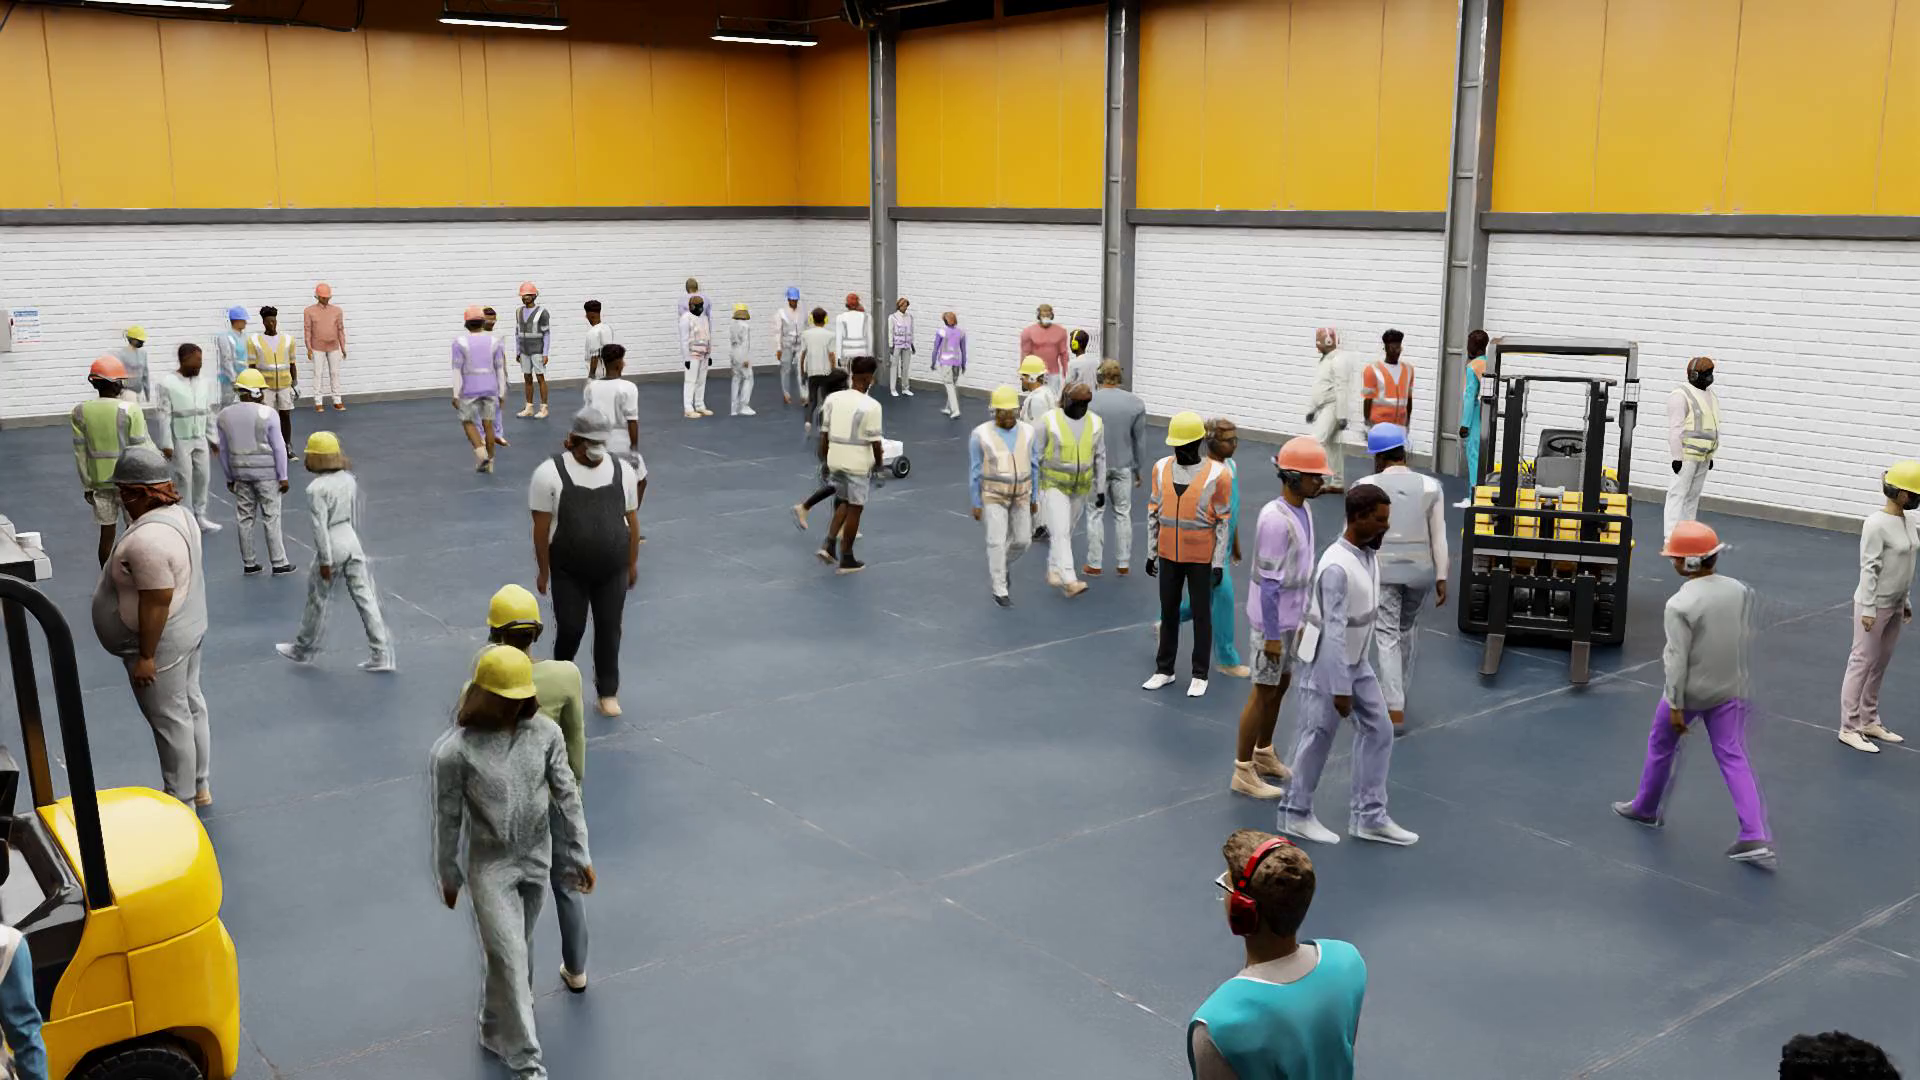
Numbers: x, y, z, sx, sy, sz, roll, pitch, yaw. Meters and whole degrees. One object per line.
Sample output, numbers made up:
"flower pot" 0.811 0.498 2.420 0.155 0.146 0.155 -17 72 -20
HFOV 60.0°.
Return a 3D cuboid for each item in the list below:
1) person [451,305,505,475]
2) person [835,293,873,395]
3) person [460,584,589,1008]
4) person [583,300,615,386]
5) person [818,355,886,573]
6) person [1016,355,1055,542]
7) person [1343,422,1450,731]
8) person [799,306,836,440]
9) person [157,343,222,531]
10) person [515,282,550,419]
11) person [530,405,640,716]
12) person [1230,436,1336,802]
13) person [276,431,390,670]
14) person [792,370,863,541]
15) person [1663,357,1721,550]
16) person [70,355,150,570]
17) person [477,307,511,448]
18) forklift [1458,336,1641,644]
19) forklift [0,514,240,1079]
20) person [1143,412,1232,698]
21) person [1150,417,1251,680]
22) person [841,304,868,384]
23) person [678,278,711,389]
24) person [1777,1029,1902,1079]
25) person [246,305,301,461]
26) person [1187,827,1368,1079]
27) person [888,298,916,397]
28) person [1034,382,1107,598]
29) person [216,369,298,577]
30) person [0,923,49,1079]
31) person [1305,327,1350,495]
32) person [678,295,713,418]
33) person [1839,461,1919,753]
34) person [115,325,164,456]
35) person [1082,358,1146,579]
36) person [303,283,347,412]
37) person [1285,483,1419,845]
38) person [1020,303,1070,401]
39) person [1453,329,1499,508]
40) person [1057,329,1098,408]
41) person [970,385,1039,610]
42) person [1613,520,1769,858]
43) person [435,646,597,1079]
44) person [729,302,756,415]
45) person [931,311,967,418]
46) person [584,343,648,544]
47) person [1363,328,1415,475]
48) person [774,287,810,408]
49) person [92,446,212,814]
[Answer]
"person" -5.737 -1.773 19.808 0.657 2.034 0.530 -9 15 -36
"person" -1.608 -2.874 25.613 0.592 1.855 0.899 -3 12 -15
"person" -1.780 1.051 6.823 0.523 1.769 0.322 -9 15 -36
"person" -4.801 -2.210 22.109 0.380 1.958 0.601 2 12 11
"person" -0.934 -0.665 14.694 0.646 1.937 0.465 10 15 39
"person" 0.711 -0.860 15.931 0.428 1.817 0.605 3 12 12
"person" 2.742 0.214 10.541 0.631 1.890 0.893 -1 12 -3
"person" -1.915 -2.210 22.385 0.532 1.850 0.587 2 12 9
"person" -7.600 -0.975 16.323 0.373 1.893 0.640 5 13 22
"person" -6.416 -2.832 24.903 0.605 2.045 0.377 5 13 24
"person" -2.384 0.110 10.703 0.697 2.000 0.655 -6 13 -26
"person" 1.806 0.432 9.206 0.461 2.029 0.618 6 13 28
"person" -4.418 0.080 11.668 0.918 1.690 0.501 4 12 20
"person" -1.303 -0.823 16.095 0.691 1.669 0.569 3 12 12
"person" 6.846 -0.788 15.527 0.622 1.845 0.429 -9 14 -36
"person" -6.849 -0.477 13.532 0.605 2.045 0.377 1 12 3
"person" -6.238 -2.164 22.120 0.519 1.865 0.328 -9 14 -36
"forklift" 4.683 -0.471 13.136 1.214 2.155 2.313 4 12 20
"forklift" -3.687 1.115 5.480 2.313 2.155 1.214 -9 15 -36
"person" 1.503 0.092 11.093 0.585 1.917 0.382 7 14 32
"person" 1.714 0.034 11.627 0.829 1.823 0.525 8 14 32
"person" -1.694 -3.023 26.944 0.524 1.575 0.827 2 12 9
"person" -4.584 -3.536 28.590 0.645 1.923 0.471 -8 14 -33
"person" 1.841 1.820 3.352 0.528 1.663 0.816 -2 12 -10
"person" -8.594 -1.952 20.843 0.604 1.966 0.367 -9 14 -36
"person" 0.744 1.595 4.002 0.563 1.847 0.388 -10 16 -41
"person" -0.974 -3.215 27.740 0.514 1.639 0.310 -9 14 -36
"person" 0.913 -0.430 13.945 0.673 1.777 0.958 -5 13 -21
"person" -6.152 -0.580 14.559 0.588 1.827 0.404 2 12 9
"person" -2.764 1.594 4.535 0.516 1.631 0.315 -5 13 -23
"person" 4.007 -1.421 18.489 0.730 1.878 0.648 -1 12 -4
"person" -3.968 -2.766 25.098 0.430 1.839 0.626 5 13 24
"person" 5.588 0.393 10.023 0.524 1.762 0.325 -9 14 -36
"person" -10.582 -1.892 21.206 0.912 1.697 0.558 2 12 10
"person" 1.305 -0.622 14.529 0.640 1.929 0.380 -1 12 -7
"person" -9.809 -2.977 25.739 0.611 1.988 0.391 -9 14 -36
"person" 2.045 0.658 8.431 0.814 1.881 0.632 7 14 30
"person" 1.134 -2.176 22.042 0.644 1.926 0.426 -3 12 -13
"person" 5.557 -1.289 17.800 0.392 1.910 0.585 9 14 36
"person" 1.240 -1.439 18.711 0.878 1.833 0.516 8 14 33
"person" 0.346 -0.370 13.559 0.592 1.822 0.549 -5 13 -21
"person" 3.786 0.745 8.463 0.561 1.704 0.914 -5 13 -21
"person" -1.603 1.227 6.128 0.888 1.690 0.489 11 16 44
"person" -3.364 -2.769 25.411 0.466 1.697 0.526 -10 16 -41
"person" -0.133 -2.644 25.084 0.509 1.597 0.822 -7 14 -30
"person" -3.223 -0.889 15.724 0.618 1.948 0.567 5 13 25
"person" 4.504 -1.273 17.620 0.611 1.944 0.630 -3 12 -16
"person" -2.638 -3.043 26.310 0.636 1.890 1.012 -5 13 -22
"person" -4.264 0.511 8.766 0.535 2.000 0.674 -2 12 -10
